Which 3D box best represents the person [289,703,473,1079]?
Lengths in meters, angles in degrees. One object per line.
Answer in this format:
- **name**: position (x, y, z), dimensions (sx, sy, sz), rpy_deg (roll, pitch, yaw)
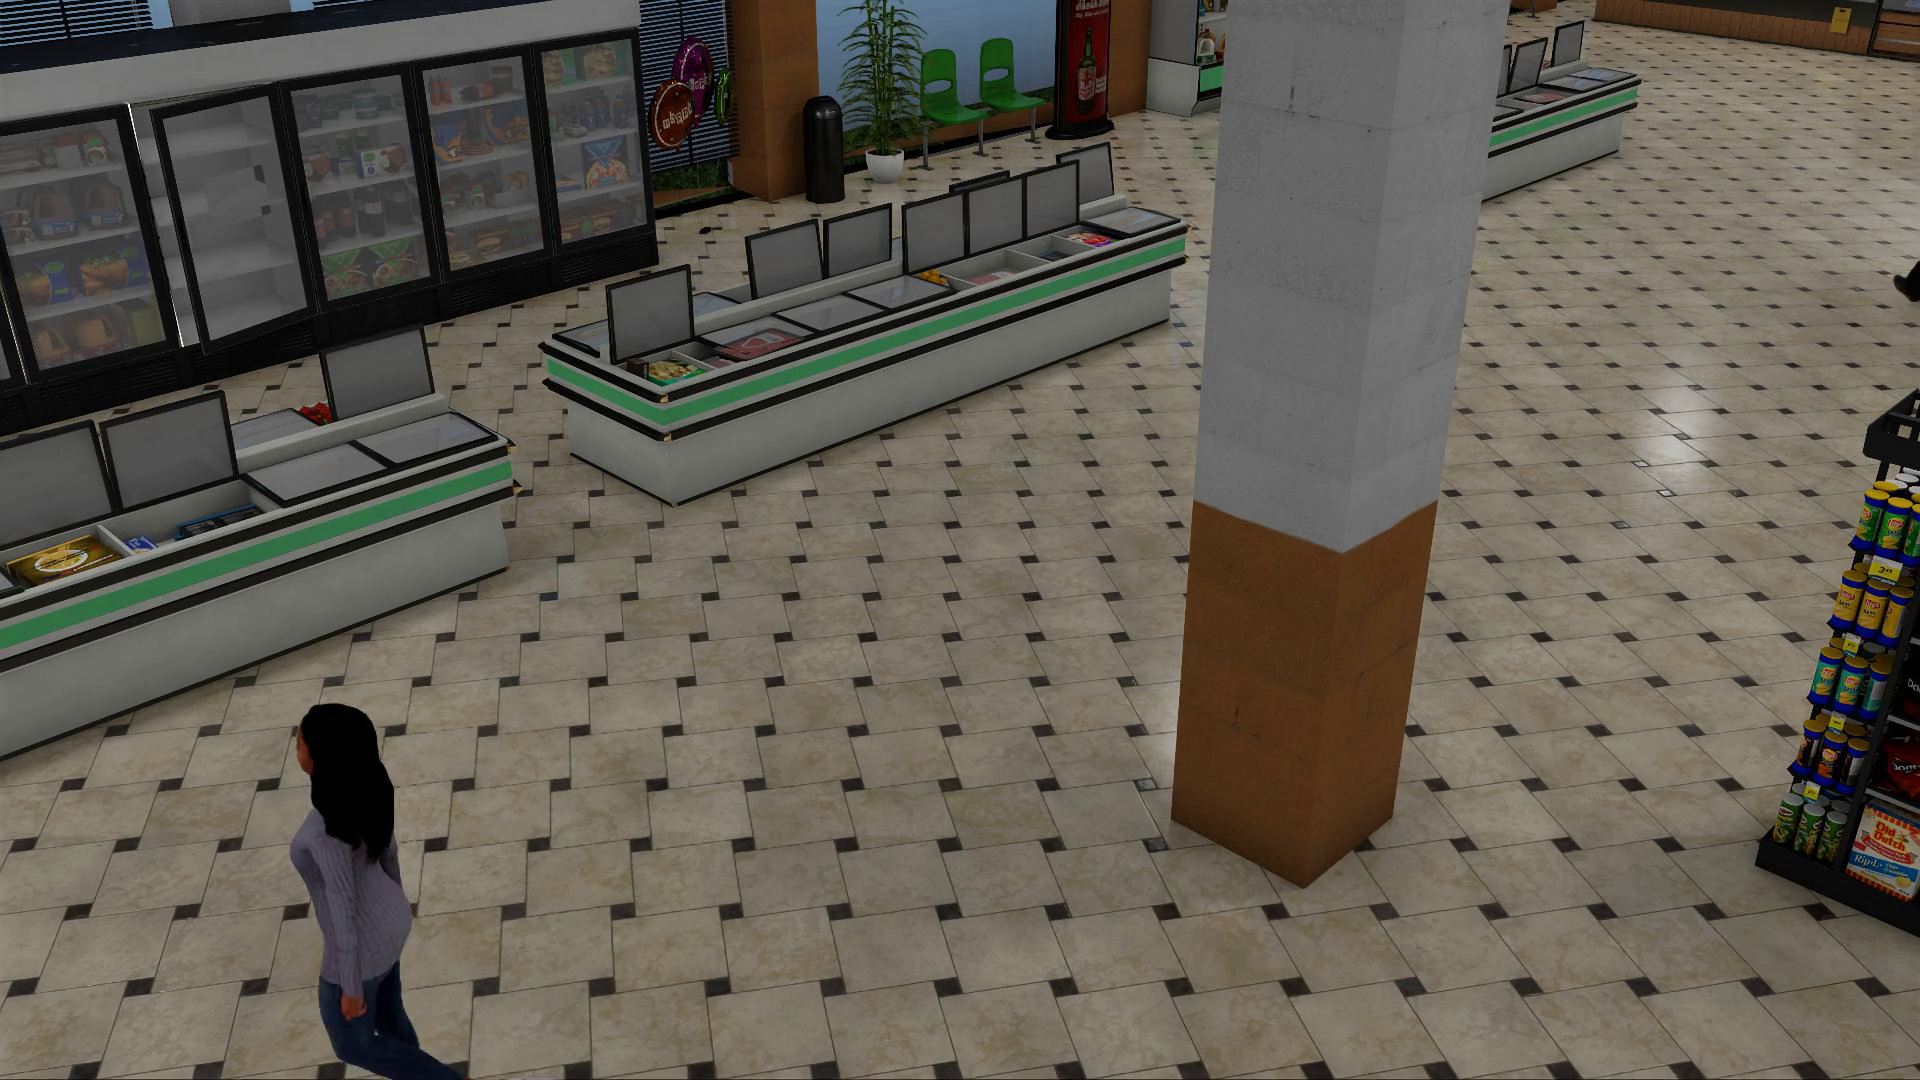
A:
- **person**: position (-1.783, 1.287, 5.284), dimensions (0.925, 1.724, 0.866), rpy_deg (0, 27, 0)
